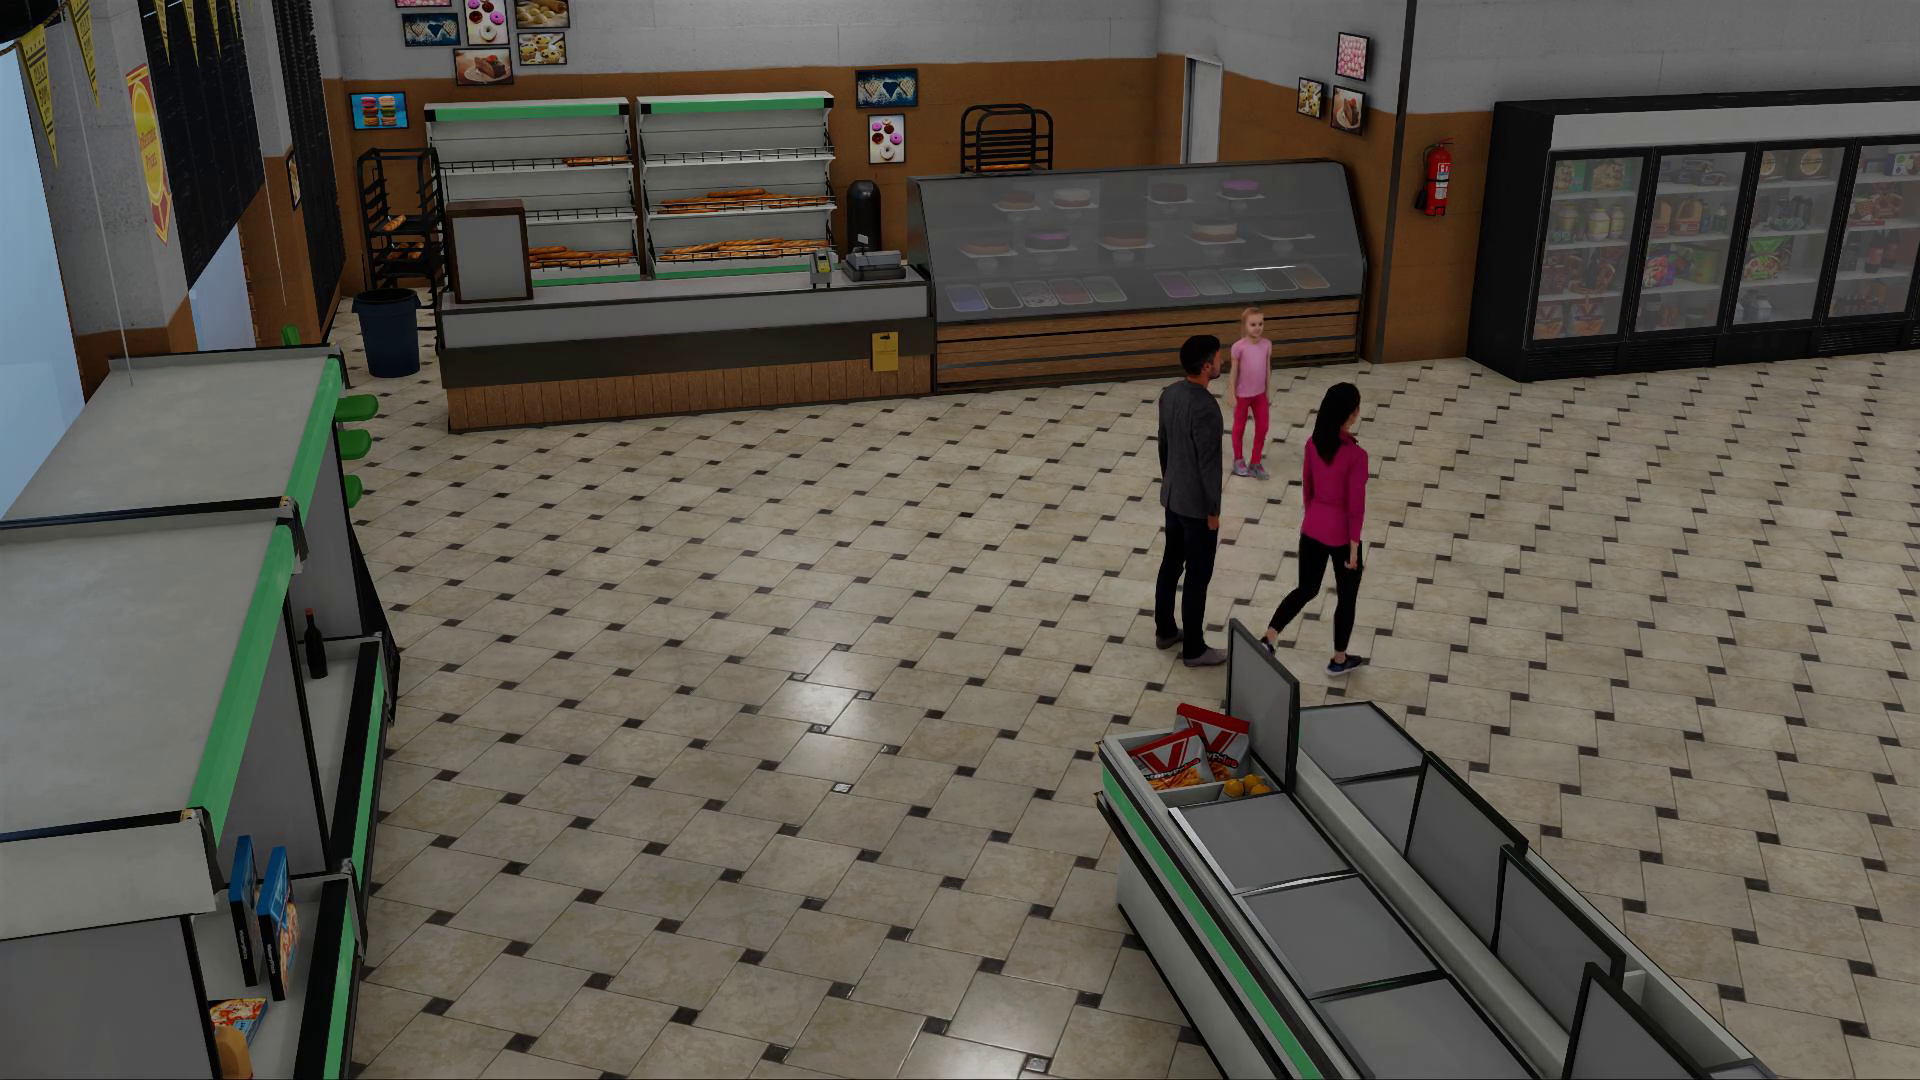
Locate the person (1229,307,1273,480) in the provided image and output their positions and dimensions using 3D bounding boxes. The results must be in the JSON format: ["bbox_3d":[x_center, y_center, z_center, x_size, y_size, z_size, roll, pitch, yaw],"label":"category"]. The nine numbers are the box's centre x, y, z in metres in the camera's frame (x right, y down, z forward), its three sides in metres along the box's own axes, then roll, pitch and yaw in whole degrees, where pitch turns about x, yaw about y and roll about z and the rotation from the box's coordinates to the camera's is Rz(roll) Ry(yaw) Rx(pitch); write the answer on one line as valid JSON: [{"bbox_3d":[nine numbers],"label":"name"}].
[{"bbox_3d":[2.100,-1.100,12.212,0.504,1.262,0.599,-5,22,-13],"label":"person"}]

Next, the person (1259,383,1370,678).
[{"bbox_3d":[1.907,0.007,8.903,0.891,1.675,1.015,-15,26,-32],"label":"person"}]

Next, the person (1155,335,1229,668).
[{"bbox_3d":[1.287,-0.223,9.210,0.782,1.873,0.597,-10,24,-23],"label":"person"}]
